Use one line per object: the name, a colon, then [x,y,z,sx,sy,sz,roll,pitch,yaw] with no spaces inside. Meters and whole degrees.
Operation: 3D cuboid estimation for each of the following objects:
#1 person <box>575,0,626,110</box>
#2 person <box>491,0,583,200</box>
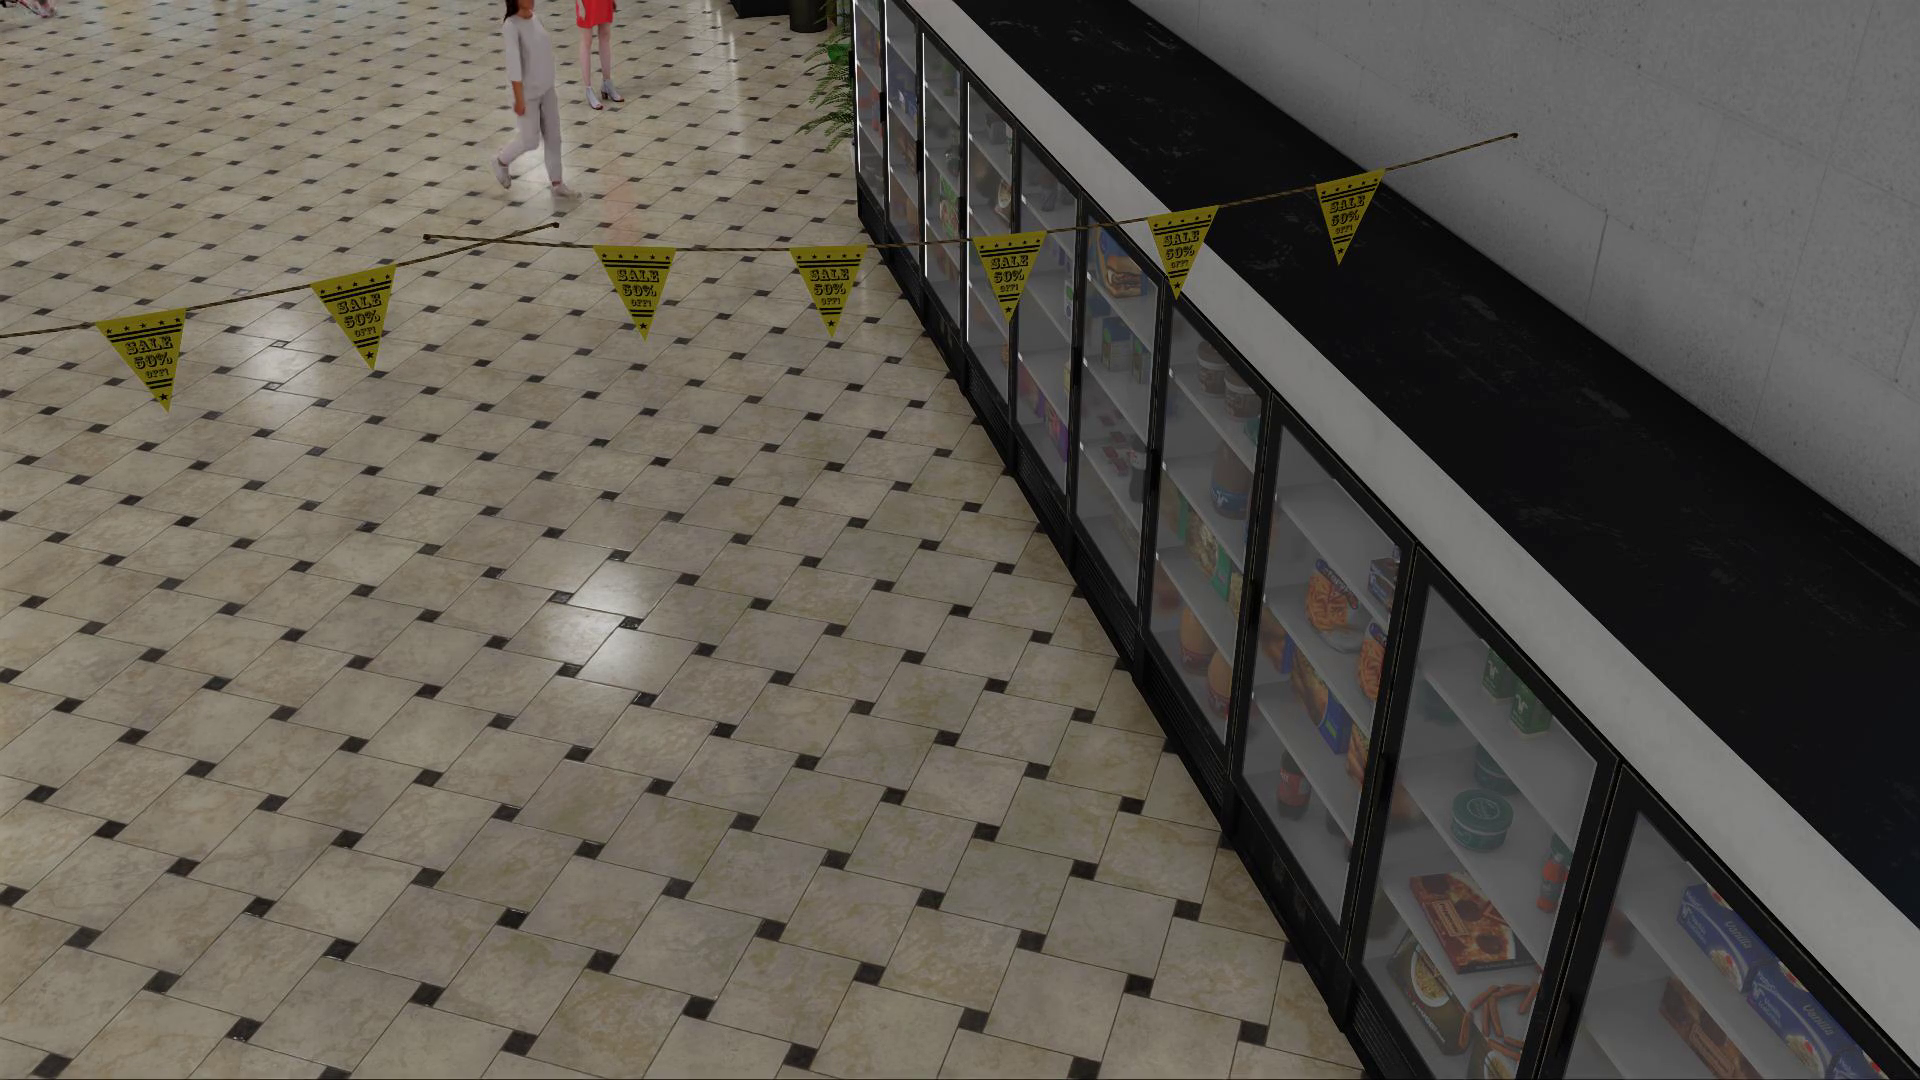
person: [-3.199,-4.720,14.505,0.728,1.827,0.640,22,38,31]
person: [-3.275,-3.377,12.493,1.040,1.673,0.912,10,33,16]
